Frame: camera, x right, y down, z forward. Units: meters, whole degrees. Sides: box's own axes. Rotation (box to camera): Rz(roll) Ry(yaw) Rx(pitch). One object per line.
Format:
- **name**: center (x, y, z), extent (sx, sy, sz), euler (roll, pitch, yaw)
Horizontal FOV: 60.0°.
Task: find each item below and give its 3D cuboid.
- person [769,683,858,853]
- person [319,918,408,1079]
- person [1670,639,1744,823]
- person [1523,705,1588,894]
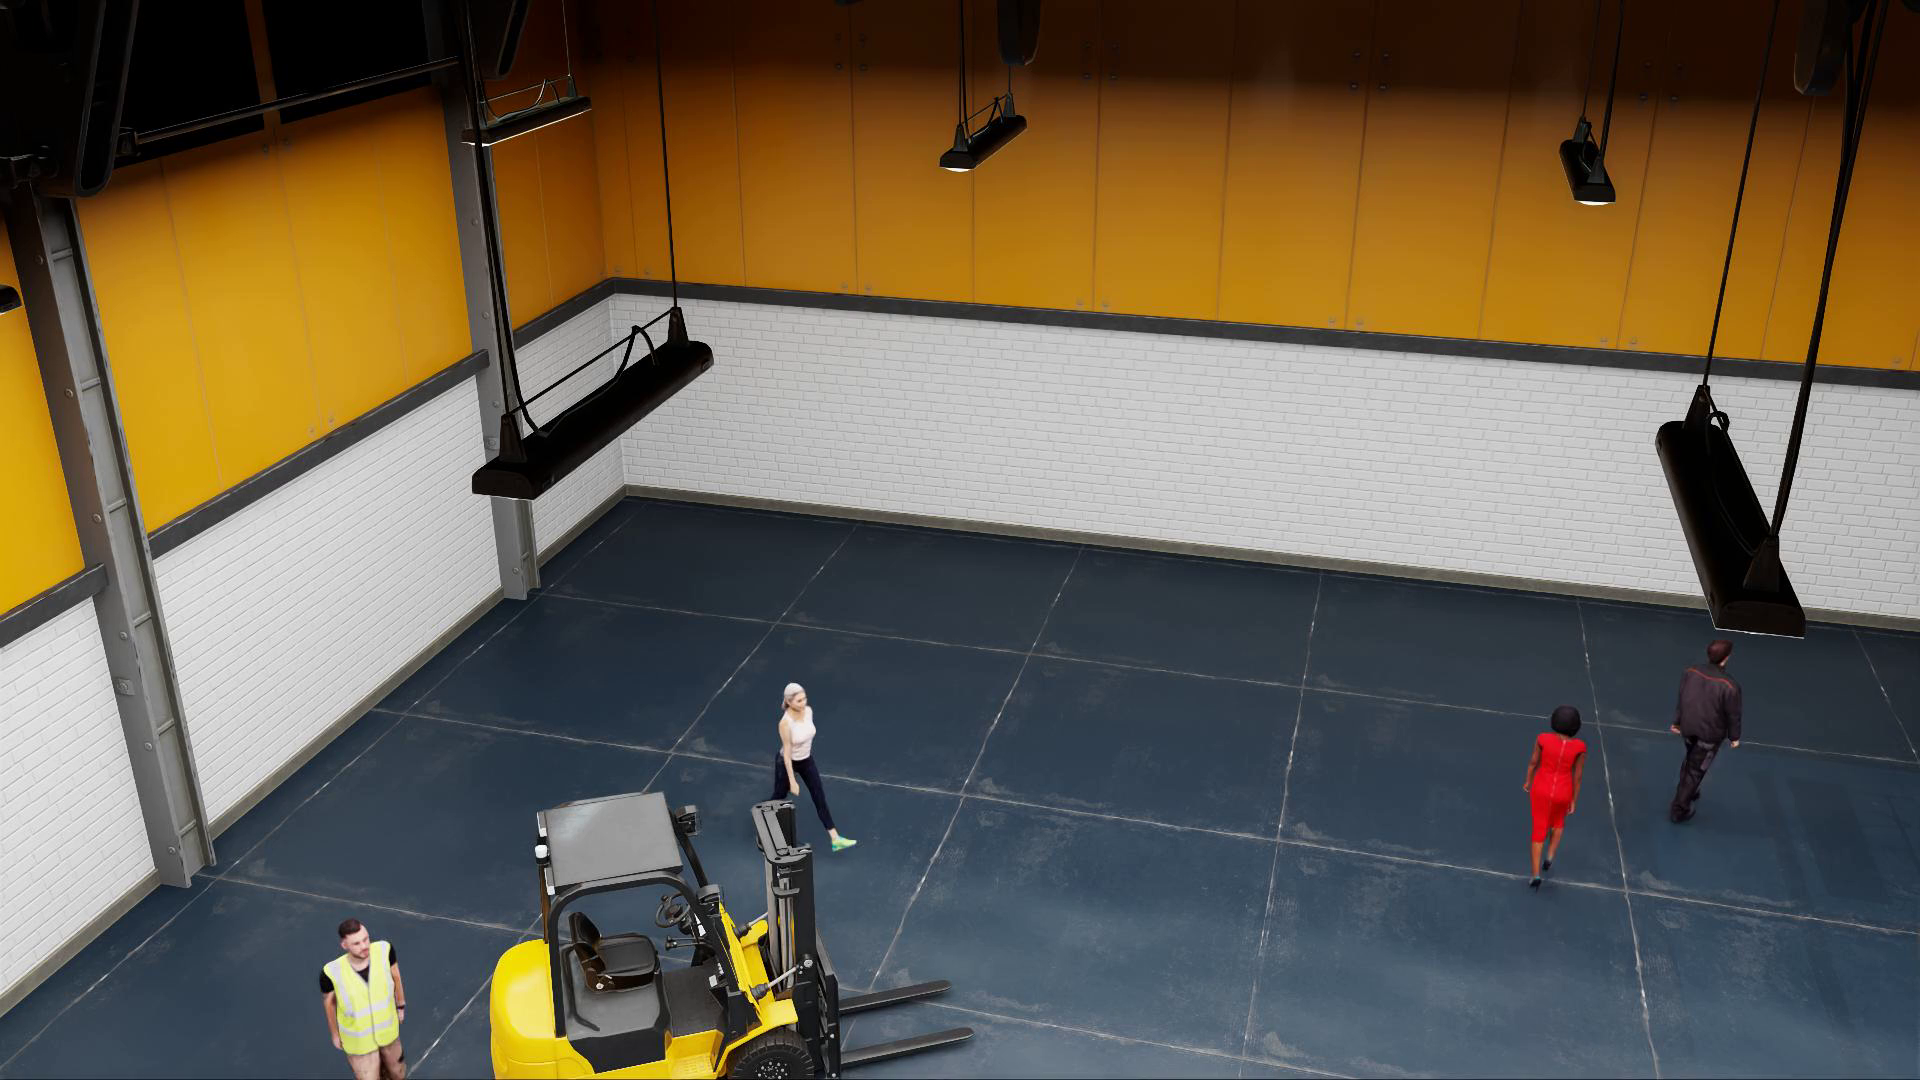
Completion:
- **person**: center (-1.545, 2.013, 14.774), extent (0.936, 1.649, 1.192), euler (14, 27, 29)
- **person**: center (-4.104, 3.346, 11.494), extent (1.007, 1.833, 1.037), euler (-18, 29, -35)
- **person**: center (6.697, 1.762, 15.135), extent (0.996, 1.820, 0.937), euler (-14, 27, -29)
- **person**: center (5.040, 2.234, 14.171), extent (0.579, 1.727, 0.707), euler (6, 24, 13)
